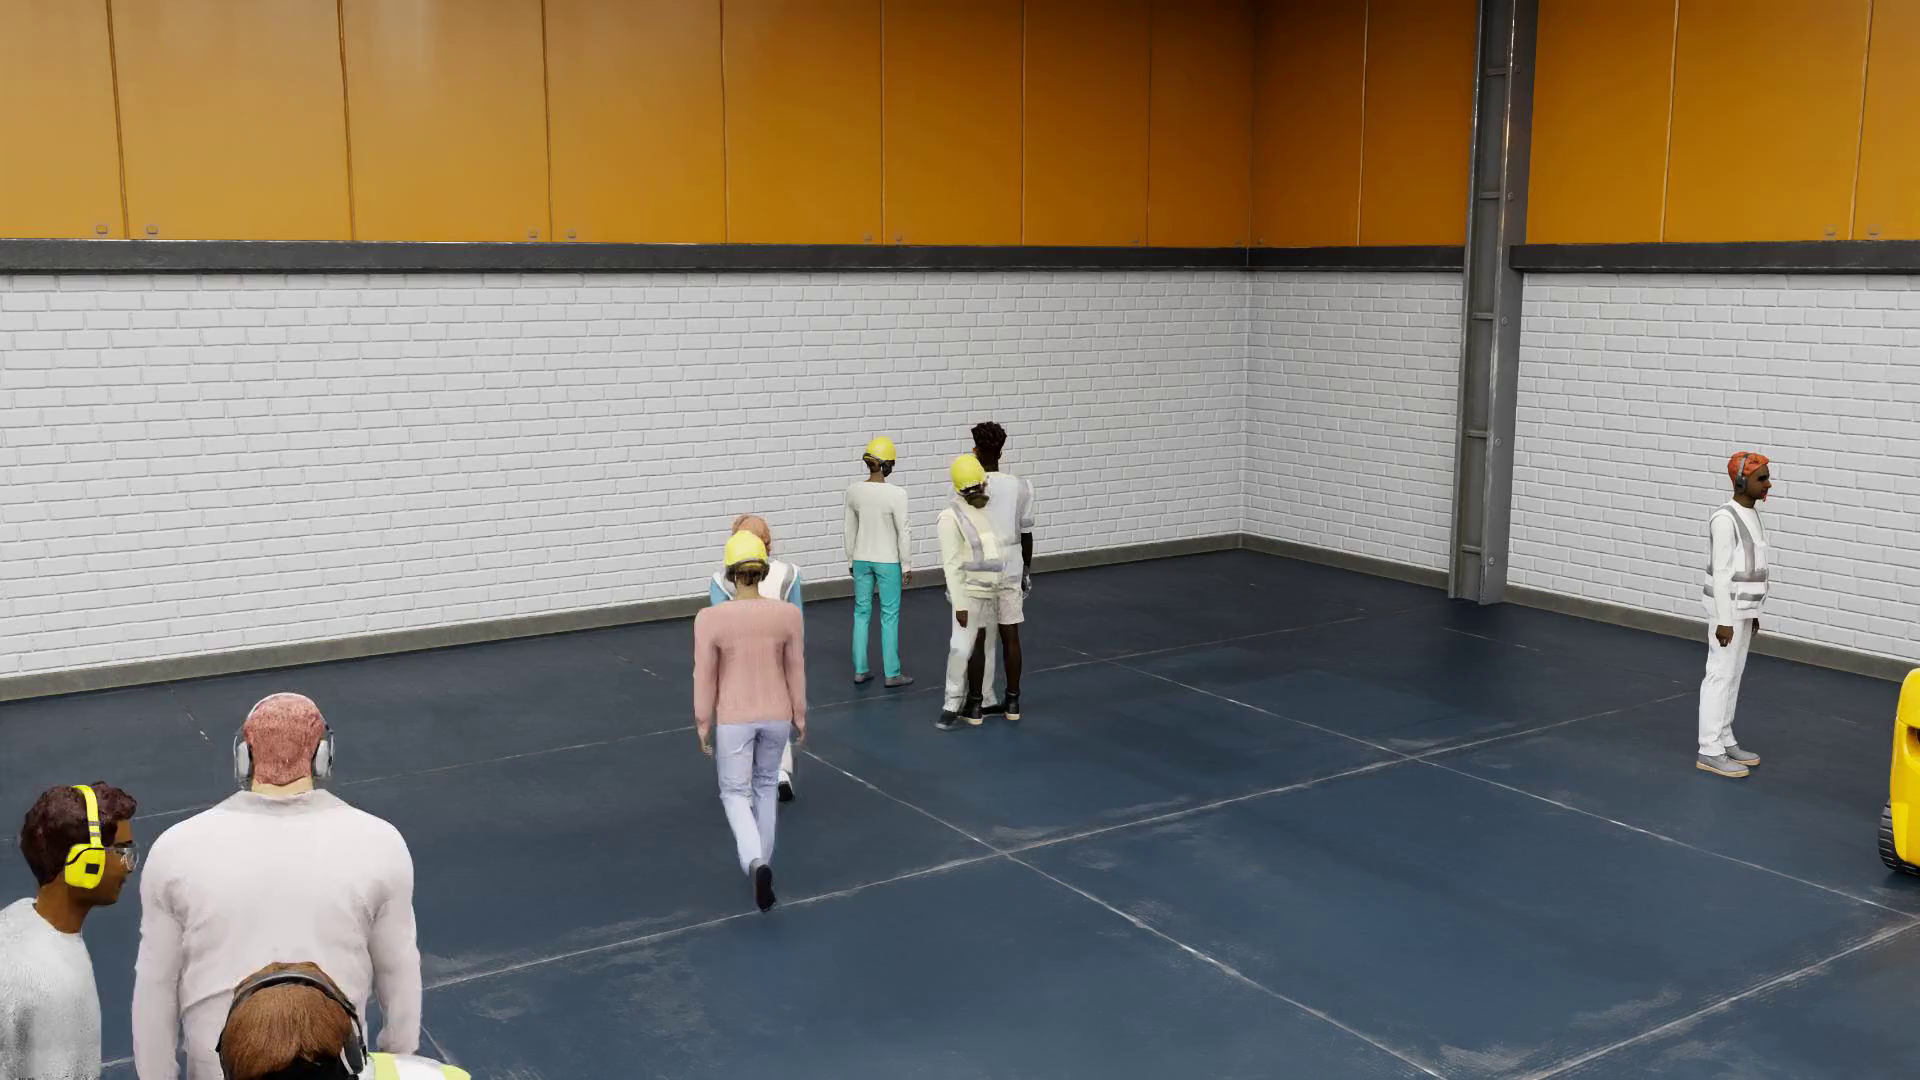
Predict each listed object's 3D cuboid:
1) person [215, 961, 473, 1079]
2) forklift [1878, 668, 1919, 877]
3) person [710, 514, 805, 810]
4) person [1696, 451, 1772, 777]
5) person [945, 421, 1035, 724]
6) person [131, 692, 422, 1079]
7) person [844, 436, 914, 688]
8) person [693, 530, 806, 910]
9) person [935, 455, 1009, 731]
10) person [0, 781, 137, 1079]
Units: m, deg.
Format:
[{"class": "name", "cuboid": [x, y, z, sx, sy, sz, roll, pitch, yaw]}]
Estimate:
[{"class": "person", "cuboid": [-1.081, 1.584, 2.923, 0.641, 1.824, 0.431, -4, 10, -23]}, {"class": "forklift", "cuboid": [5.511, 0.571, 7.906, 2.313, 2.155, 1.214, -6, 11, -33]}, {"class": "person", "cuboid": [-1.105, 0.667, 9.002, 0.534, 1.626, 0.365, -4, 10, -23]}, {"class": "person", "cuboid": [4.542, 0.424, 9.729, 0.356, 1.883, 0.573, 8, 12, 38]}, {"class": "person", "cuboid": [0.190, 0.212, 10.753, 0.607, 1.966, 0.367, -4, 10, -21]}, {"class": "person", "cuboid": [-1.721, 1.336, 4.251, 0.684, 1.887, 0.462, -3, 10, -17]}, {"class": "person", "cuboid": [-0.563, 0.155, 11.703, 0.533, 1.767, 0.322, 5, 11, 29]}, {"class": "person", "cuboid": [-0.939, 0.839, 7.671, 0.536, 1.743, 0.690, -4, 10, -20]}, {"class": "person", "cuboid": [0.123, 0.321, 10.680, 0.406, 1.780, 0.676, 6, 11, 33]}, {"class": "person", "cuboid": [-2.055, 1.453, 3.727, 0.601, 1.821, 0.538, -6, 11, -34]}]
